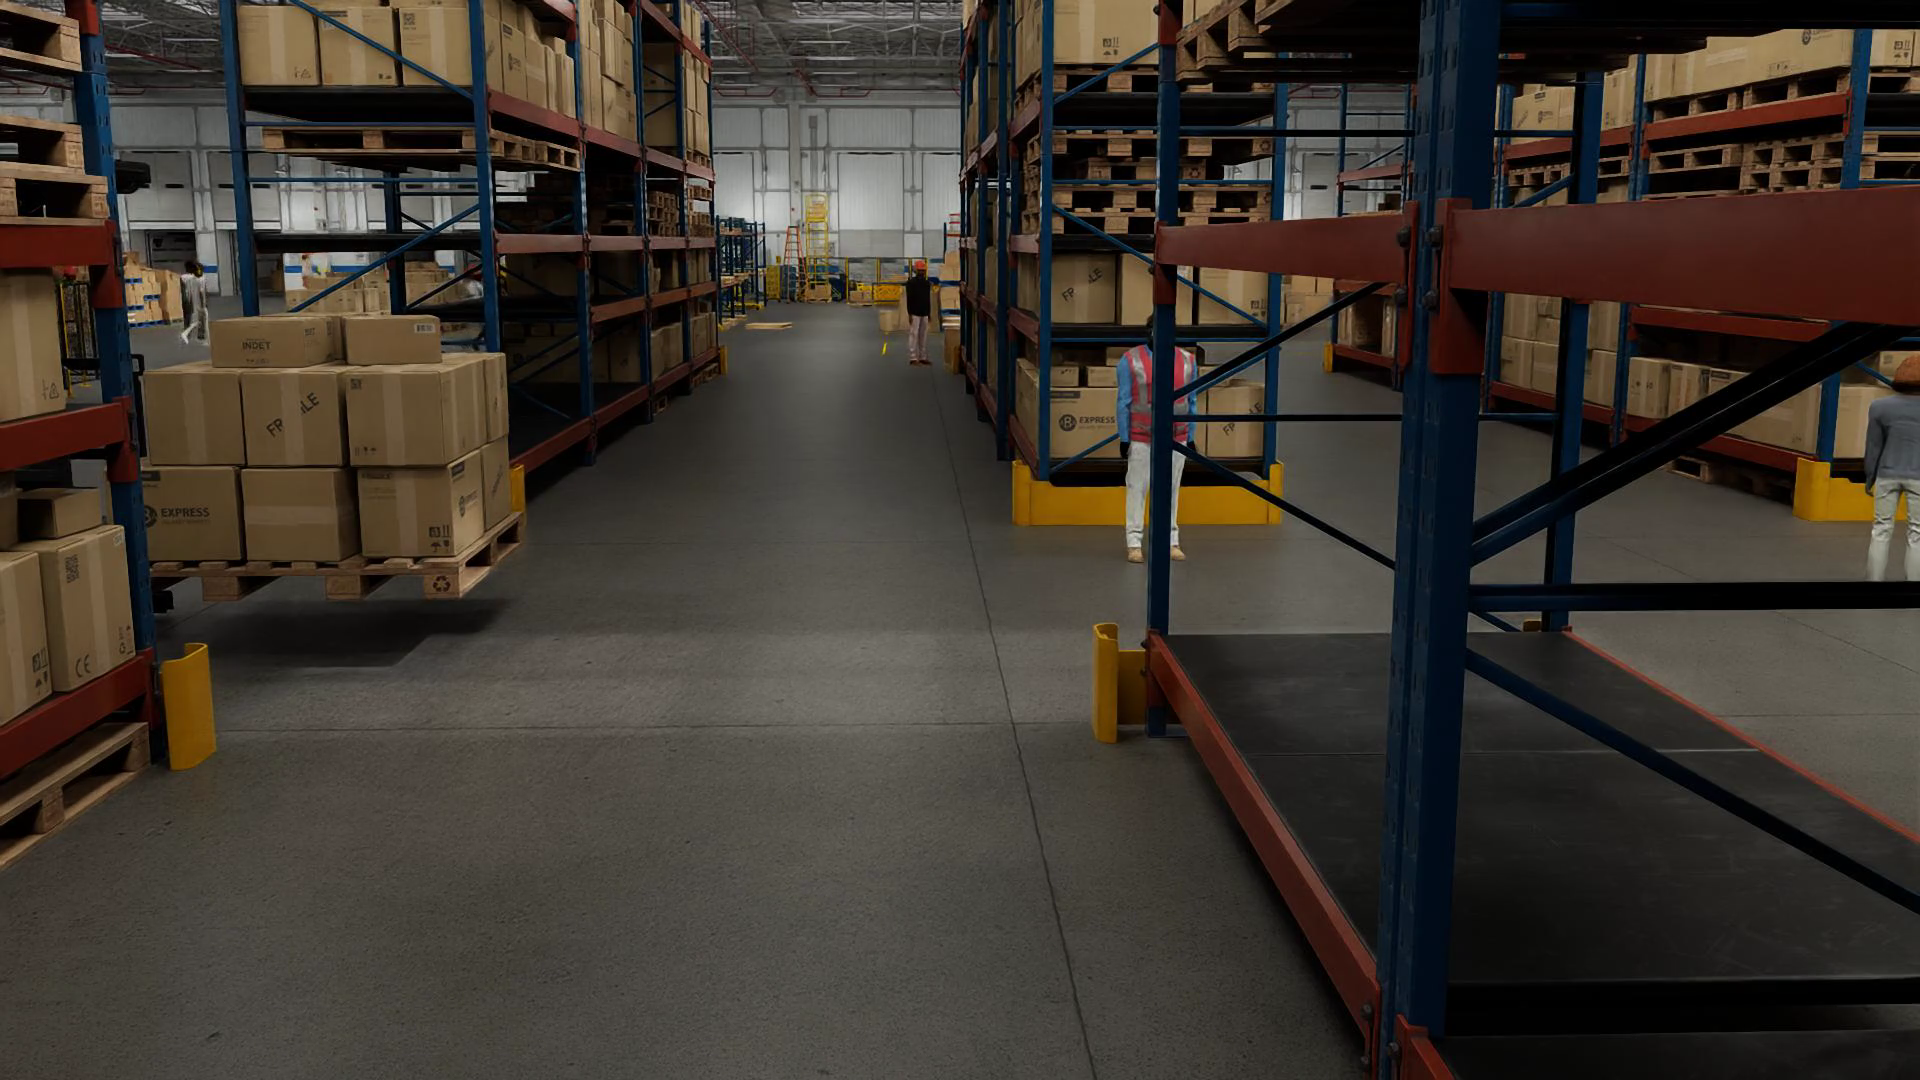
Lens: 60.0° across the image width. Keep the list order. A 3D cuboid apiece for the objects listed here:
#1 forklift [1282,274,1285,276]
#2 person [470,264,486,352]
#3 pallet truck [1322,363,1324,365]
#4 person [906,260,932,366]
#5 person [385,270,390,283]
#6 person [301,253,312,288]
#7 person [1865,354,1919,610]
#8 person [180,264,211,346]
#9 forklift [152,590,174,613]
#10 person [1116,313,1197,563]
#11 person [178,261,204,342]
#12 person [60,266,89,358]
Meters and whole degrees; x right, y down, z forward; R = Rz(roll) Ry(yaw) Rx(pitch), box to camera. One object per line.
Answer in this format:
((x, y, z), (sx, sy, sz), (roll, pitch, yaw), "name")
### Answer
((12.243, -10.301, 62.507), (1.129, 2.768, 1.873), (0, 10, -2), "forklift")
((-9.812, -4.727, 34.197), (0.696, 1.895, 0.570), (4, 11, 23), "person")
((7.712, -4.157, 30.737), (1.885, 1.965, 0.823), (3, 11, 16), "pallet truck")
((-0.764, -4.292, 31.499), (0.381, 1.994, 0.617), (9, 13, 41), "person")
((-18.783, -8.374, 55.073), (0.318, 1.693, 0.567), (4, 11, 21), "person")
((-26.285, -10.670, 67.057), (0.653, 1.977, 0.596), (10, 14, 43), "person")
((6.063, -0.372, 10.664), (0.287, 1.634, 0.497), (-10, 14, -44), "person")
((-17.122, -5.256, 37.285), (0.517, 1.852, 0.734), (7, 12, 34), "person")
((-5.858, -0.811, 9.639), (1.873, 2.768, 1.129), (-1, 10, -3), "forklift")
((1.452, -0.752, 12.202), (0.626, 1.847, 0.429), (-3, 10, -14), "person")
((-18.037, -5.580, 38.961), (0.914, 1.882, 0.628), (7, 12, 35), "person")
((-16.851, -4.254, 31.517), (0.703, 1.916, 0.558), (2, 10, 12), "person")
